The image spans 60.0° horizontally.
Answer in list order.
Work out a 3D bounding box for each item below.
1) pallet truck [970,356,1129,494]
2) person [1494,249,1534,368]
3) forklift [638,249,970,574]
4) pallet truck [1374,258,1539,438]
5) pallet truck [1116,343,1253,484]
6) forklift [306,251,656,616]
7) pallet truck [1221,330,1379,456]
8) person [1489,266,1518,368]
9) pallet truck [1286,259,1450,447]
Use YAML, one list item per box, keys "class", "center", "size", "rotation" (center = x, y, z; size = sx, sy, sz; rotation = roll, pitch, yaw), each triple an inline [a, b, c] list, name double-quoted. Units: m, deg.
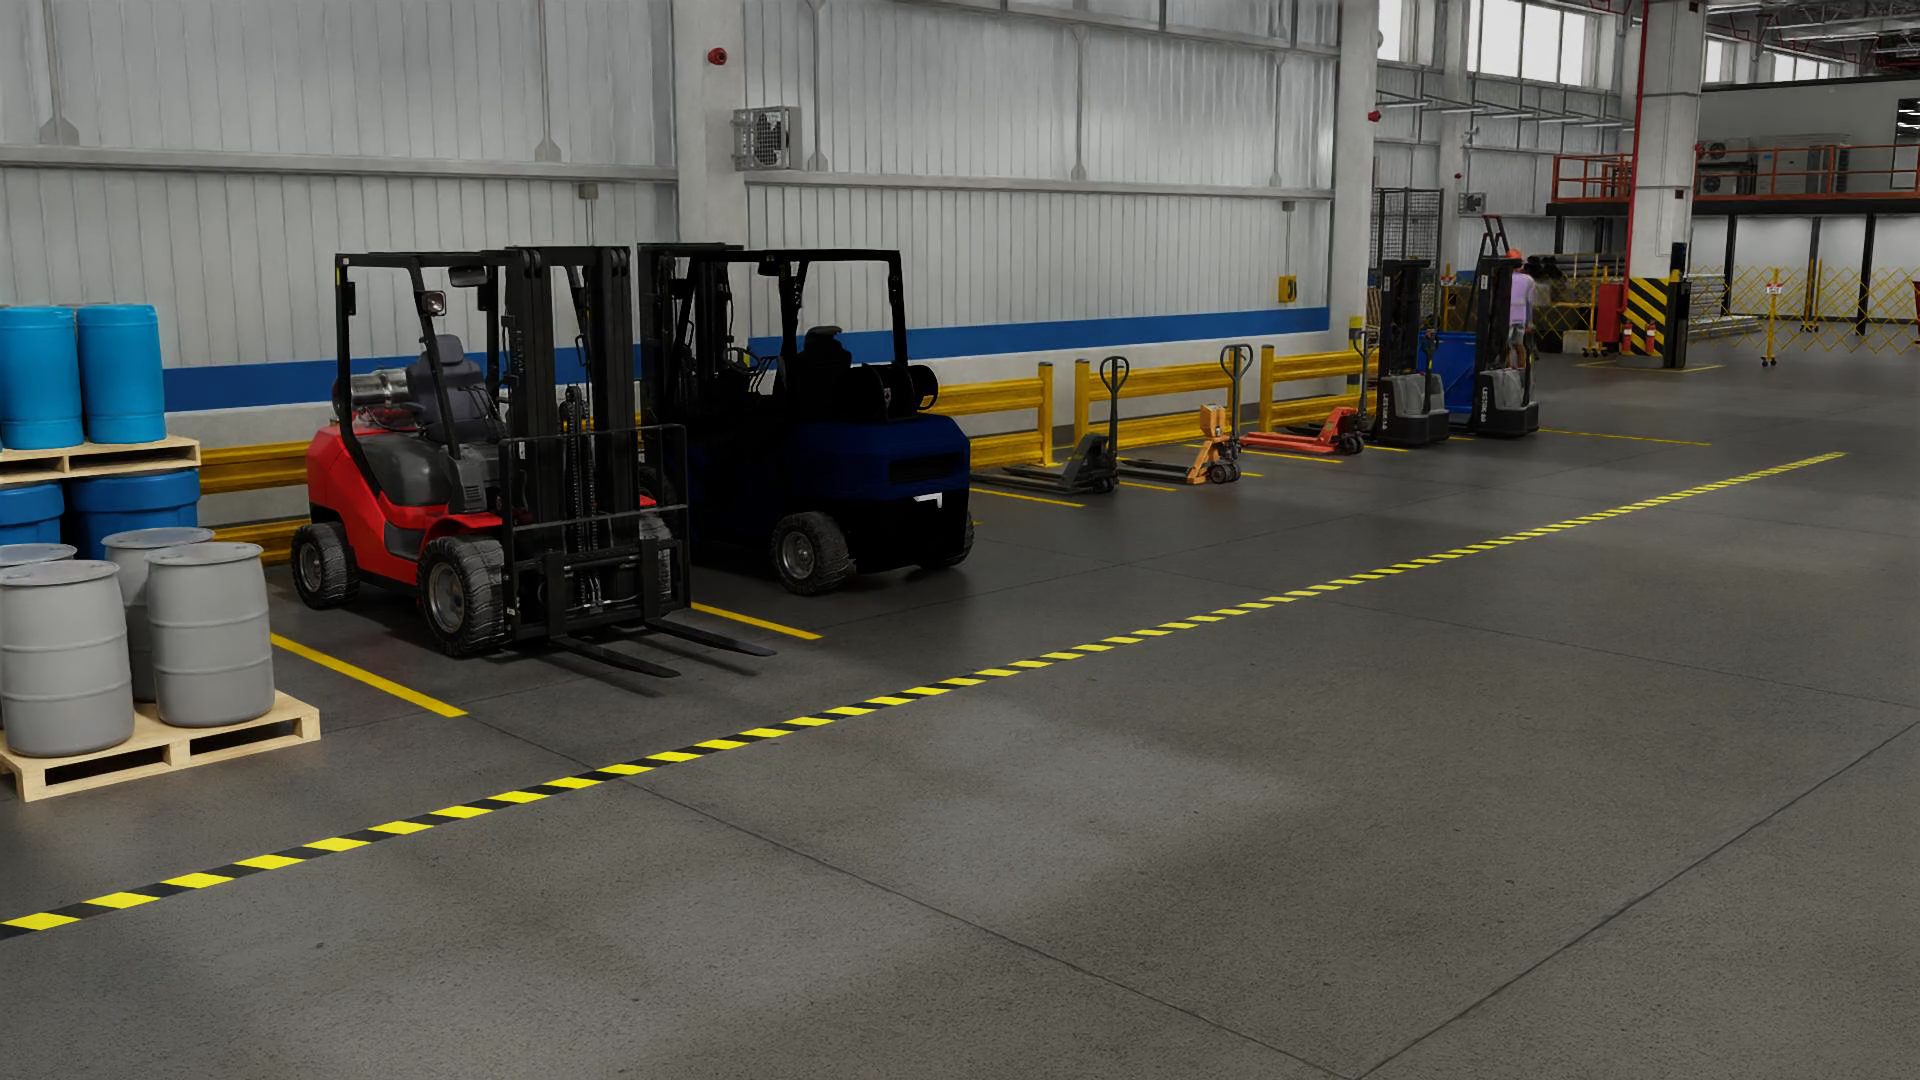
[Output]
- class: "pallet truck"
  center: [0.784, -1.085, 14.876]
  size: [0.680, 1.201, 1.601]
  rotation: [-10, 14, -44]
- class: "person"
  center: [7.949, -3.168, 24.012]
  size: [0.609, 2.044, 0.394]
  rotation: [-3, 11, -15]
- class: "forklift"
  center: [-1.173, -0.958, 11.239]
  size: [2.680, 1.987, 1.157]
  rotation: [10, 14, 43]
- class: "pallet truck"
  center: [5.704, -2.208, 18.901]
  size: [1.885, 1.965, 0.823]
  rotation: [10, 14, 43]
- class: "pallet truck"
  center: [1.962, -1.215, 15.415]
  size: [1.522, 1.261, 0.704]
  rotation: [10, 14, 43]
- class: "forklift"
  center: [-2.833, -0.669, 9.694]
  size: [1.157, 1.987, 2.680]
  rotation: [-10, 14, -44]
- class: "pallet truck"
  center: [3.563, -1.581, 17.381]
  size: [0.653, 1.274, 1.630]
  rotation: [-10, 14, -44]
- class: "person"
  center: [8.239, -3.257, 25.016]
  size: [0.645, 1.864, 0.955]
  rotation: [-7, 13, -34]
- class: "pallet truck"
  center: [4.493, -2.078, 18.196]
  size: [0.823, 1.965, 1.885]
  rotation: [-9, 14, -40]
